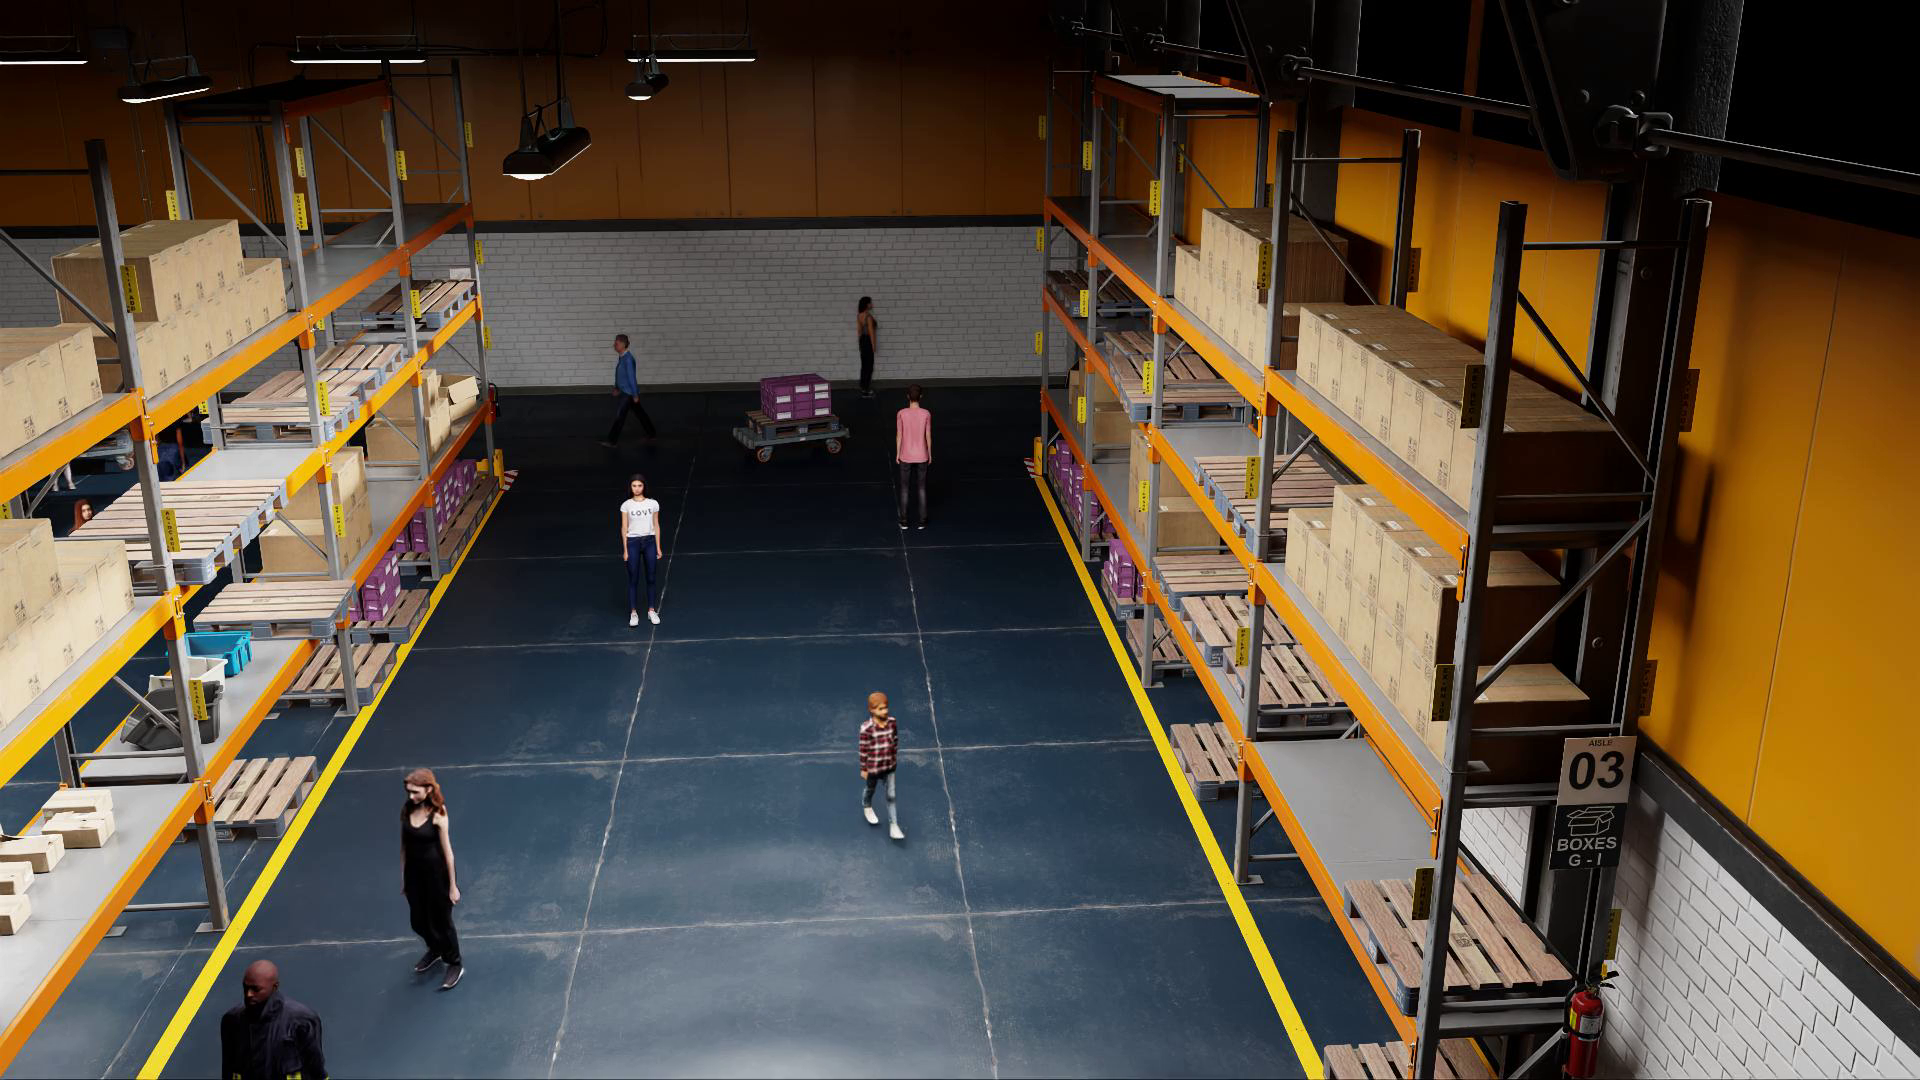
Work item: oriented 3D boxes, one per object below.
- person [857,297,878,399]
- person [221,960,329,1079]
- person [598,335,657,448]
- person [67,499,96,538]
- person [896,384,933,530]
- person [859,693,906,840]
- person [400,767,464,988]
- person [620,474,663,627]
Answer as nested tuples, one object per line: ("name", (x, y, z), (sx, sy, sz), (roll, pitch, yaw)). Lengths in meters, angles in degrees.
("person", (-1.659, -3.414, 29.291), (0.780, 1.776, 0.686), (-13, 22, -33))
("person", (-3.914, 3.204, 9.571), (0.767, 1.821, 0.692), (0, 19, 1))
("person", (-5.110, -2.327, 26.079), (0.955, 1.767, 1.178), (-7, 20, -19))
("person", (-9.444, 0.369, 18.160), (0.737, 1.712, 0.675), (15, 24, 37))
("person", (-0.619, -1.106, 22.153), (0.621, 1.958, 0.542), (-2, 19, -5))
("person", (-0.723, 1.904, 14.292), (0.752, 1.271, 0.980), (-9, 21, -25))
("person", (-3.832, 2.409, 12.068), (0.736, 1.732, 0.746), (7, 20, 19))
("person", (-3.614, 0.101, 18.856), (0.640, 1.775, 0.594), (-6, 20, -18))
